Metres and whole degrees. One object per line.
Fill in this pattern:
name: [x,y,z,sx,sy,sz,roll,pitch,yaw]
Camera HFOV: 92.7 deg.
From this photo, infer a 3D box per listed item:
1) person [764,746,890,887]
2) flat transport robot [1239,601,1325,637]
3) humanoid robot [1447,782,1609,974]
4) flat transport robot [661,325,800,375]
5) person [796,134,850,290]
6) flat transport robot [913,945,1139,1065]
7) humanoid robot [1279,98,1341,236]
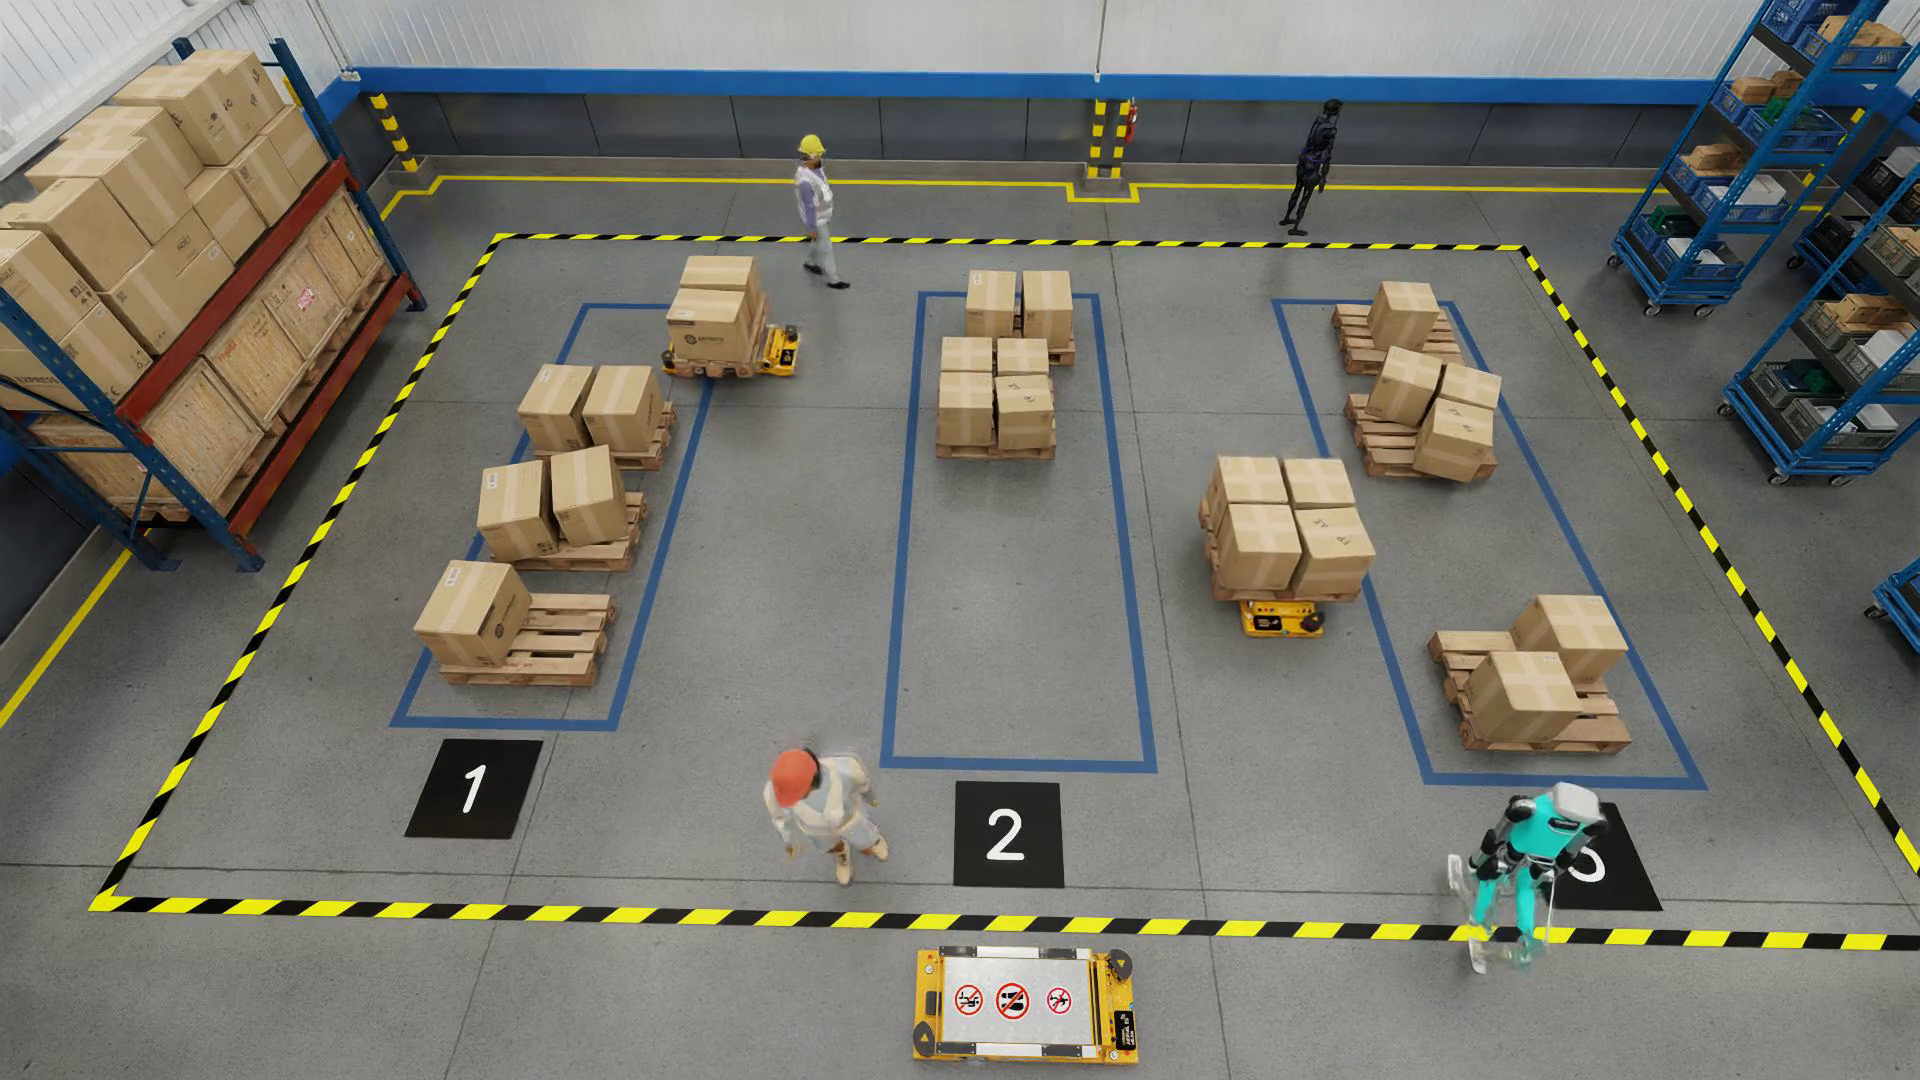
person: [-0.855,1.789,5.914,0.661,1.994,0.506,-11,52,-9]
flat transport robot: [2.804,0.225,8.284,0.652,0.197,1.431,1,51,1]
humanoid robot: [3.493,2.220,5.745,0.535,1.734,1.027,9,51,7]
flat transport robot: [-2.546,-2.133,10.206,1.431,0.197,0.652,1,51,1]
person: [-1.654,-3.745,10.569,0.592,1.794,0.631,3,51,3]
flat transport robot: [0.422,3.041,6.007,1.431,0.231,0.659,1,51,1]
humanoid robot: [4.353,-4.614,11.329,0.315,1.657,0.599,-7,51,-6]
